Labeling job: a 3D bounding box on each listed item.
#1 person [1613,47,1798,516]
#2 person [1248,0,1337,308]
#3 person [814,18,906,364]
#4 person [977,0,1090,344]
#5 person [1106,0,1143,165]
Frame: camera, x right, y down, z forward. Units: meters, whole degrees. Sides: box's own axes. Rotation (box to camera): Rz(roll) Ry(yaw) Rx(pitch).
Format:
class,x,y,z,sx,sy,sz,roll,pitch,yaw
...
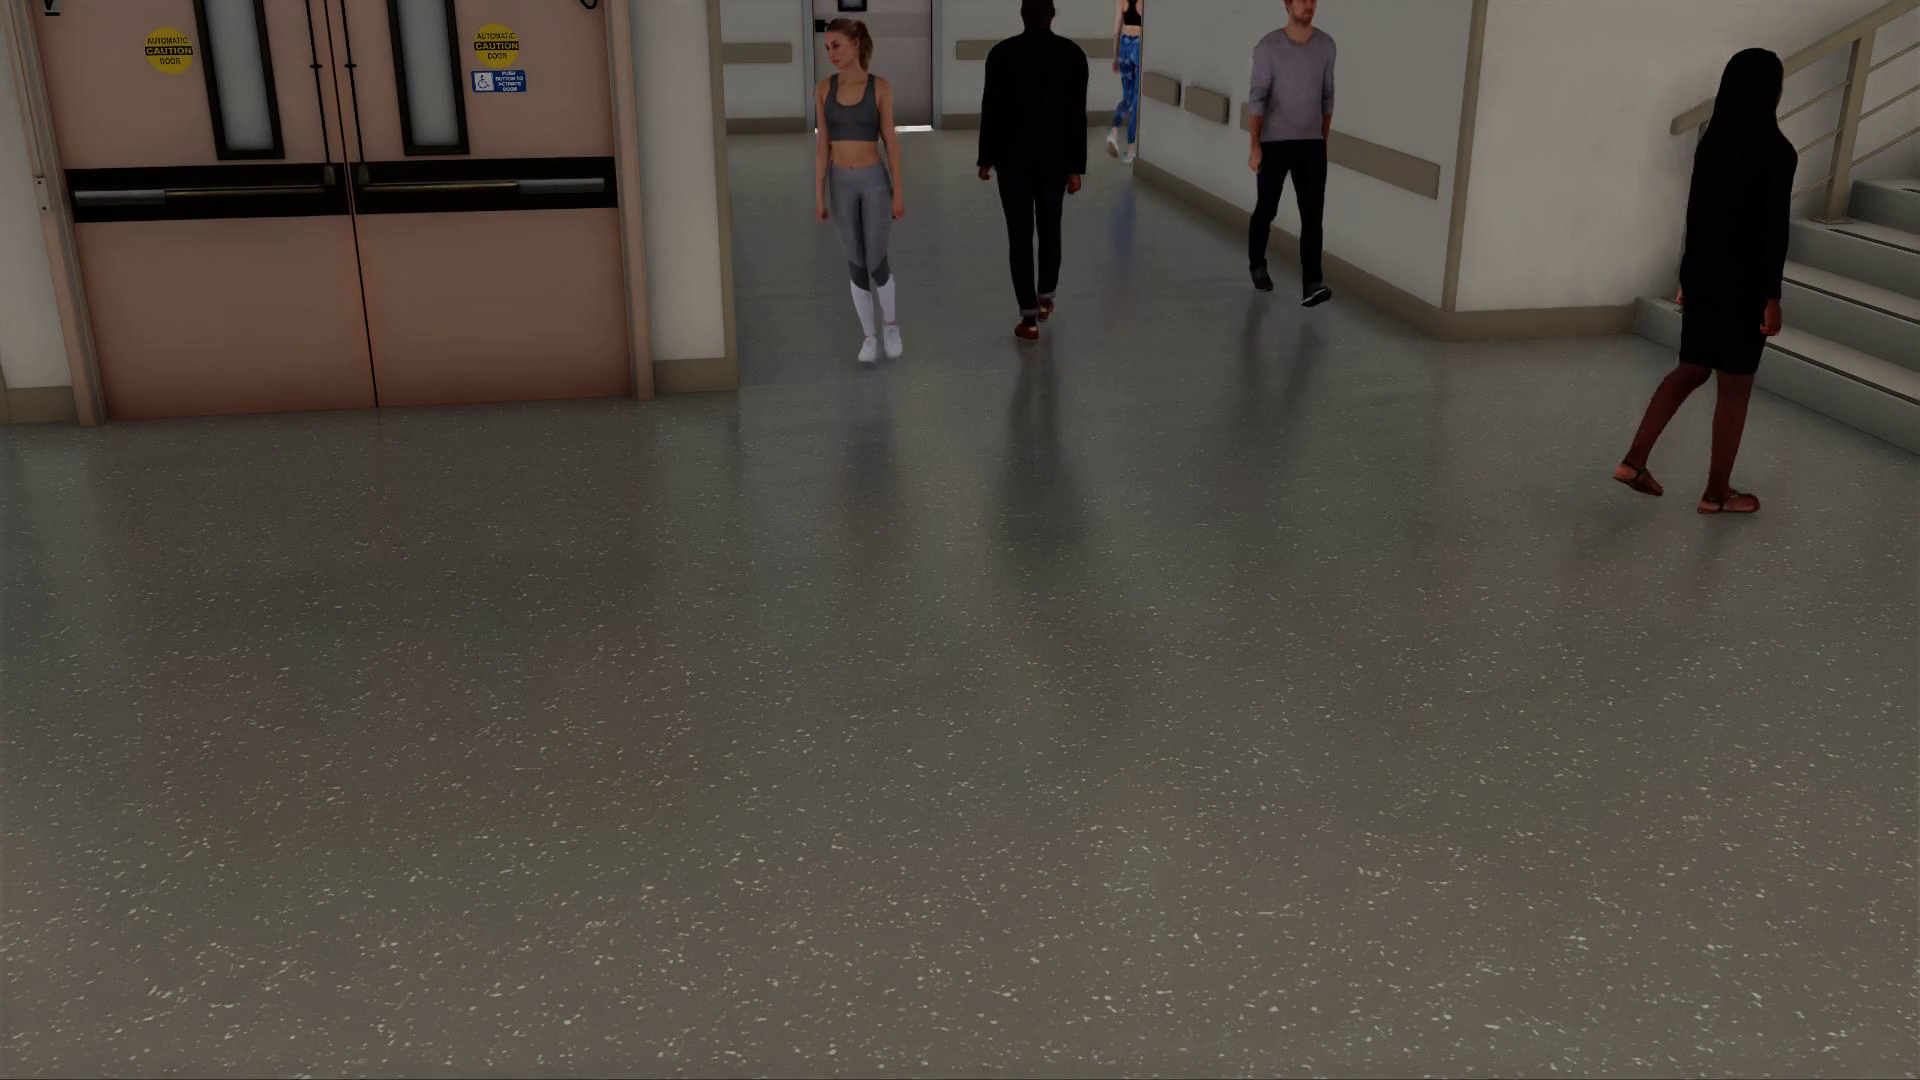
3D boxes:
class,x,y,z,sx,sy,sz,roll,pitch,yaw
person,2.795,-0.929,6.151,0.788,1.721,0.643,-5,21,-14
person,1.862,-2.262,9.569,1.092,1.795,0.748,-3,21,-8
person,-0.490,-1.725,8.313,0.637,1.678,0.734,3,21,8
person,0.385,-1.917,8.662,0.919,1.791,0.810,-3,21,-7
person,1.516,-4.226,14.784,0.822,1.773,0.886,16,26,35
